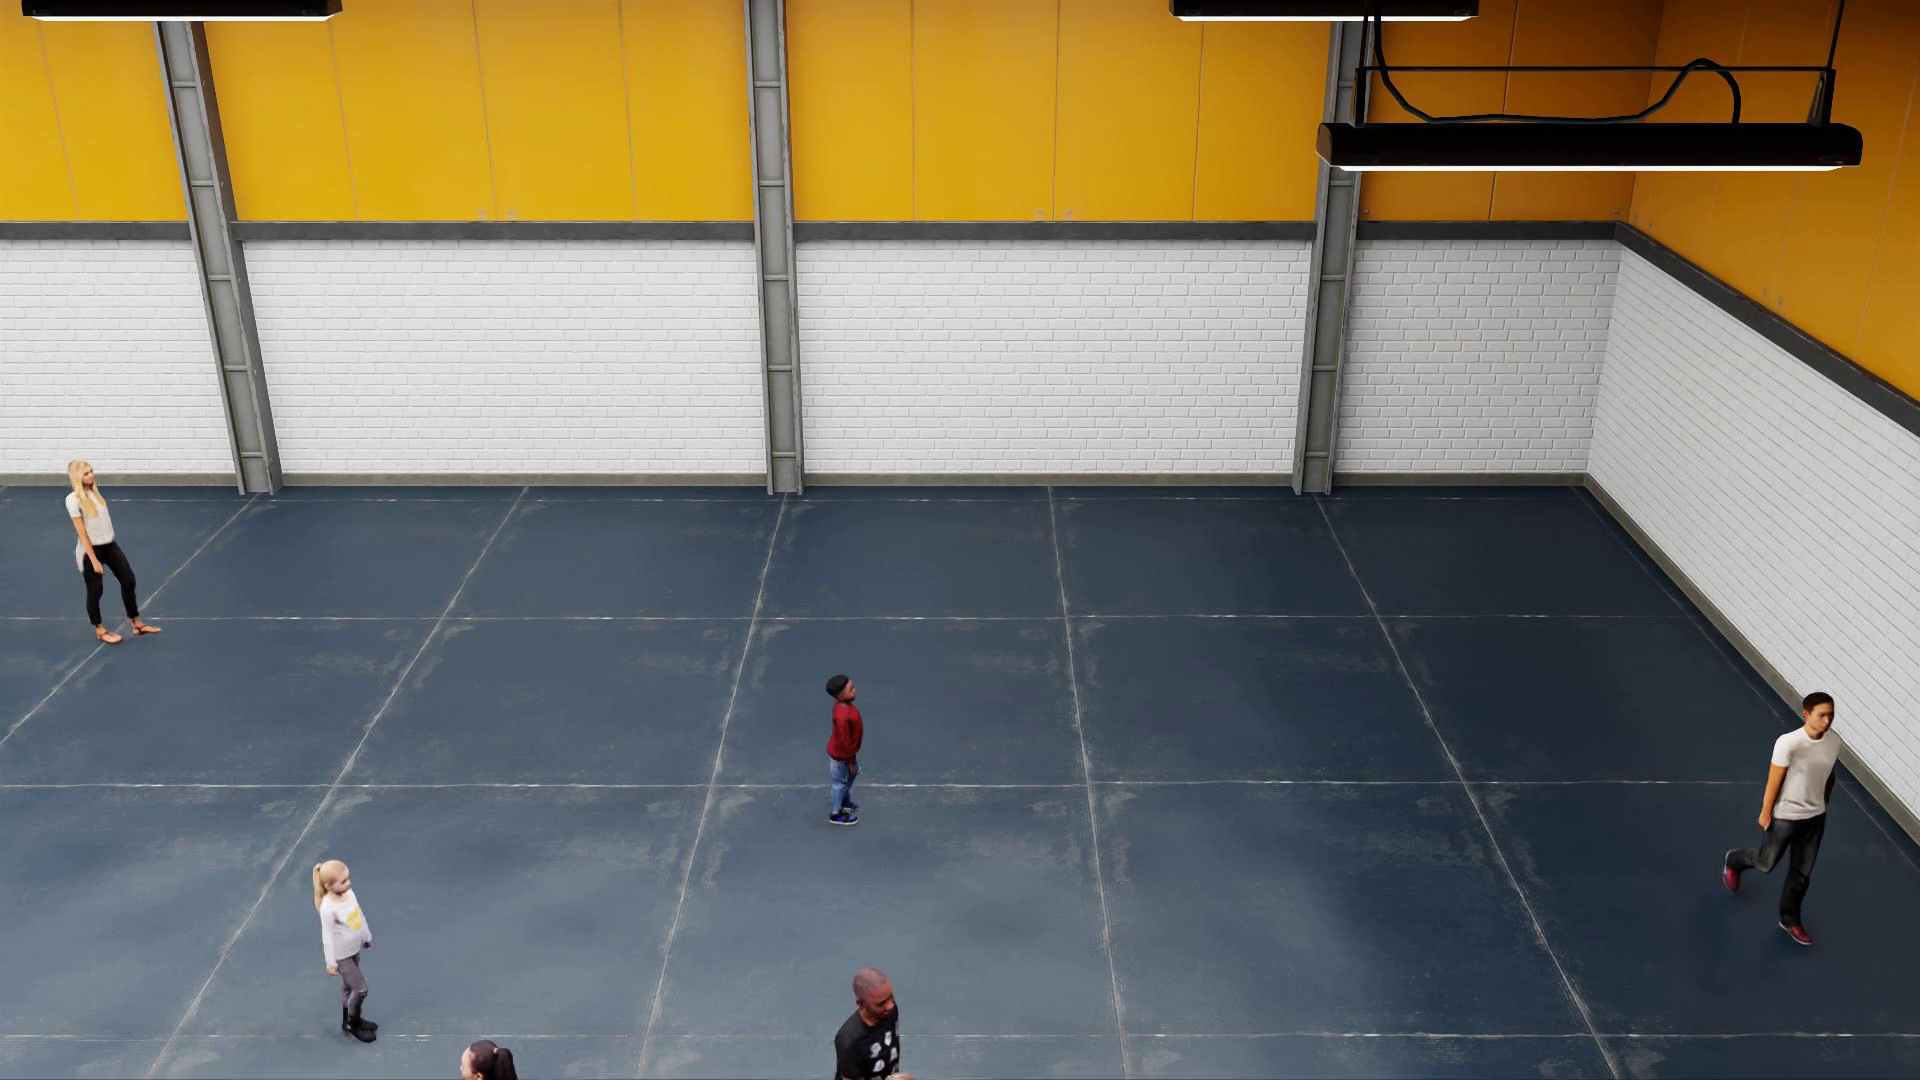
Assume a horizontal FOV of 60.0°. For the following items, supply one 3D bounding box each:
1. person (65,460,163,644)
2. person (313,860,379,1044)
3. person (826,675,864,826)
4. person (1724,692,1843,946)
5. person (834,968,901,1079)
[{"bbox_3d":[-7.960,0.119,15.158,0.828,1.811,0.690,2,24,5],"label":"person"},{"bbox_3d":[-3.871,2.534,10.307,0.543,1.271,0.532,3,24,7],"label":"person"},{"bbox_3d":[-0.941,1.582,12.515,0.486,1.249,0.499,-1,24,-2],"label":"person"},{"bbox_3d":[5.629,1.814,11.314,1.012,1.785,0.835,-5,24,-10],"label":"person"},{"bbox_3d":[-0.571,2.981,8.703,1.334,1.738,1.115,15,27,30],"label":"person"}]
